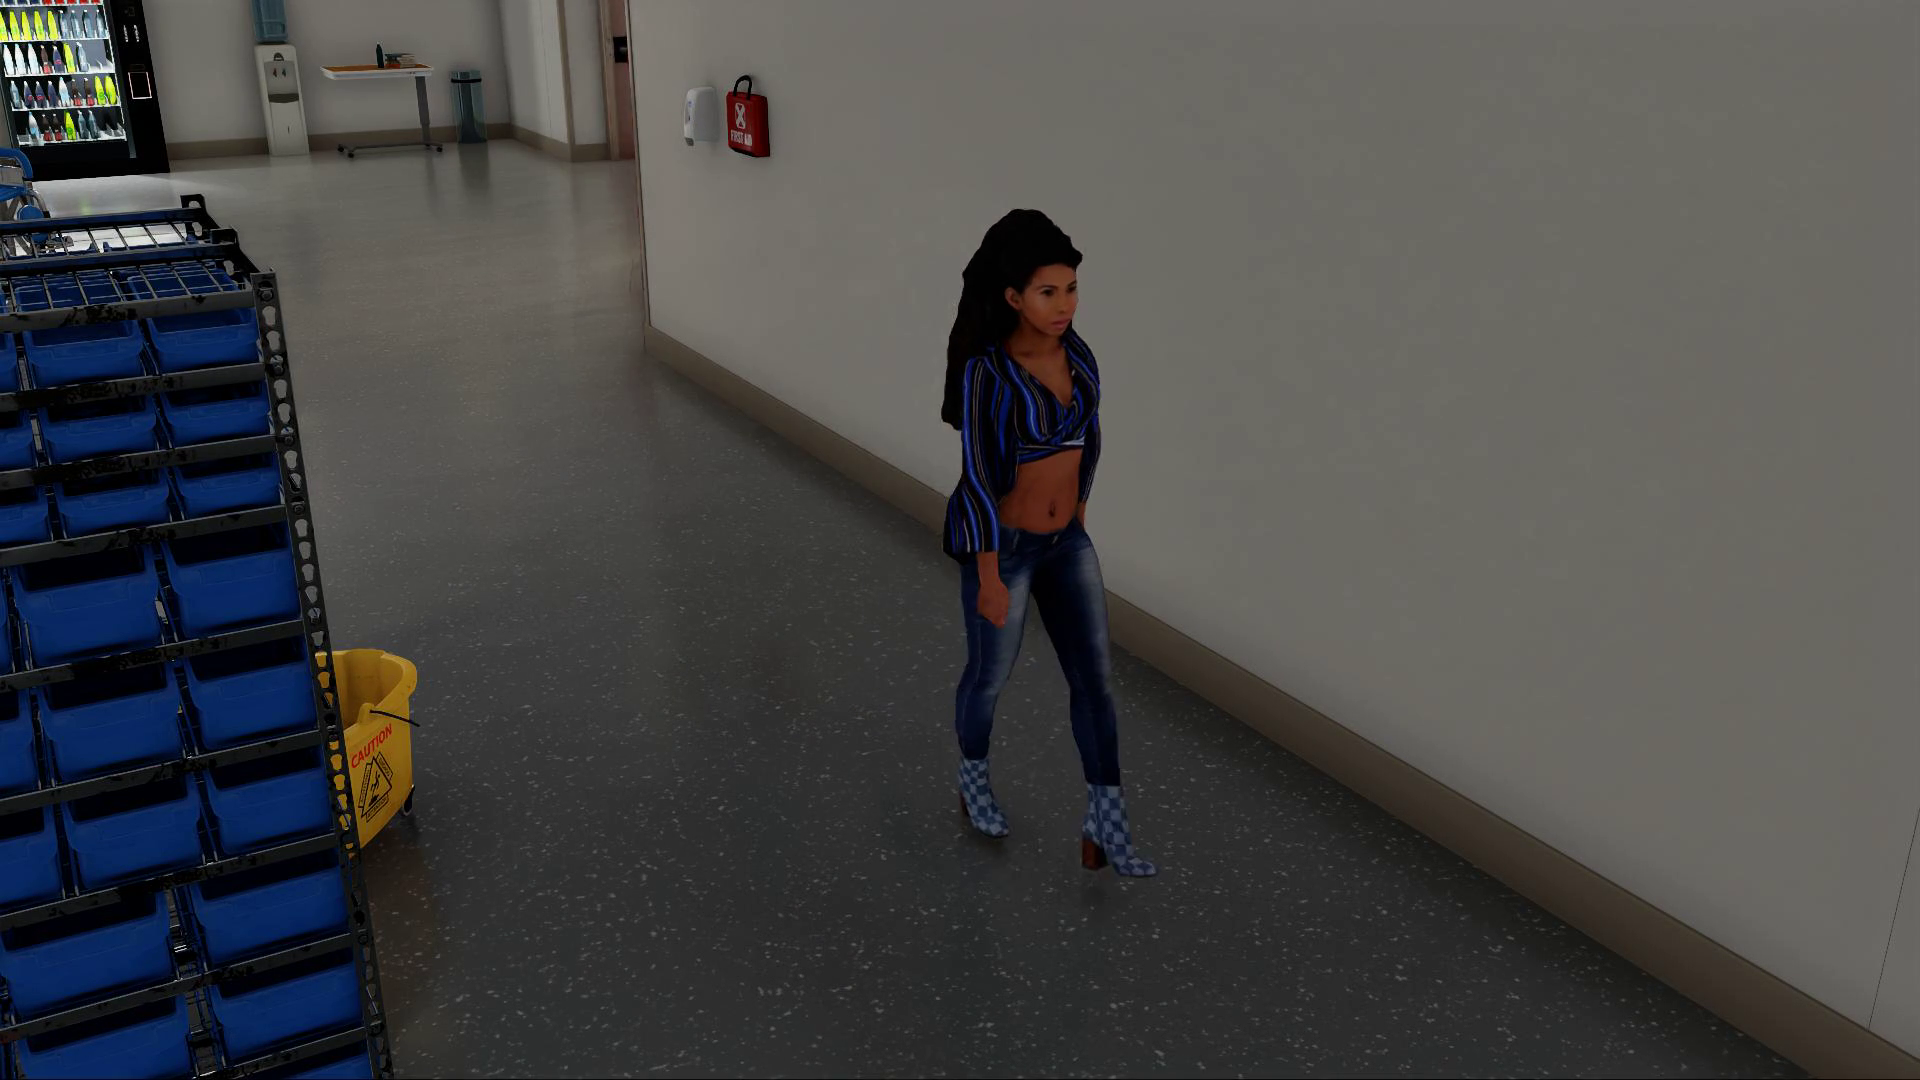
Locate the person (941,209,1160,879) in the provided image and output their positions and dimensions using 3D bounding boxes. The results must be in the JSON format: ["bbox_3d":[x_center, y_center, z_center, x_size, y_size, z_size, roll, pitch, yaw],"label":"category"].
[{"bbox_3d":[0.111,0.017,4.027,0.827,1.598,0.754,-15,25,-34],"label":"person"}]
